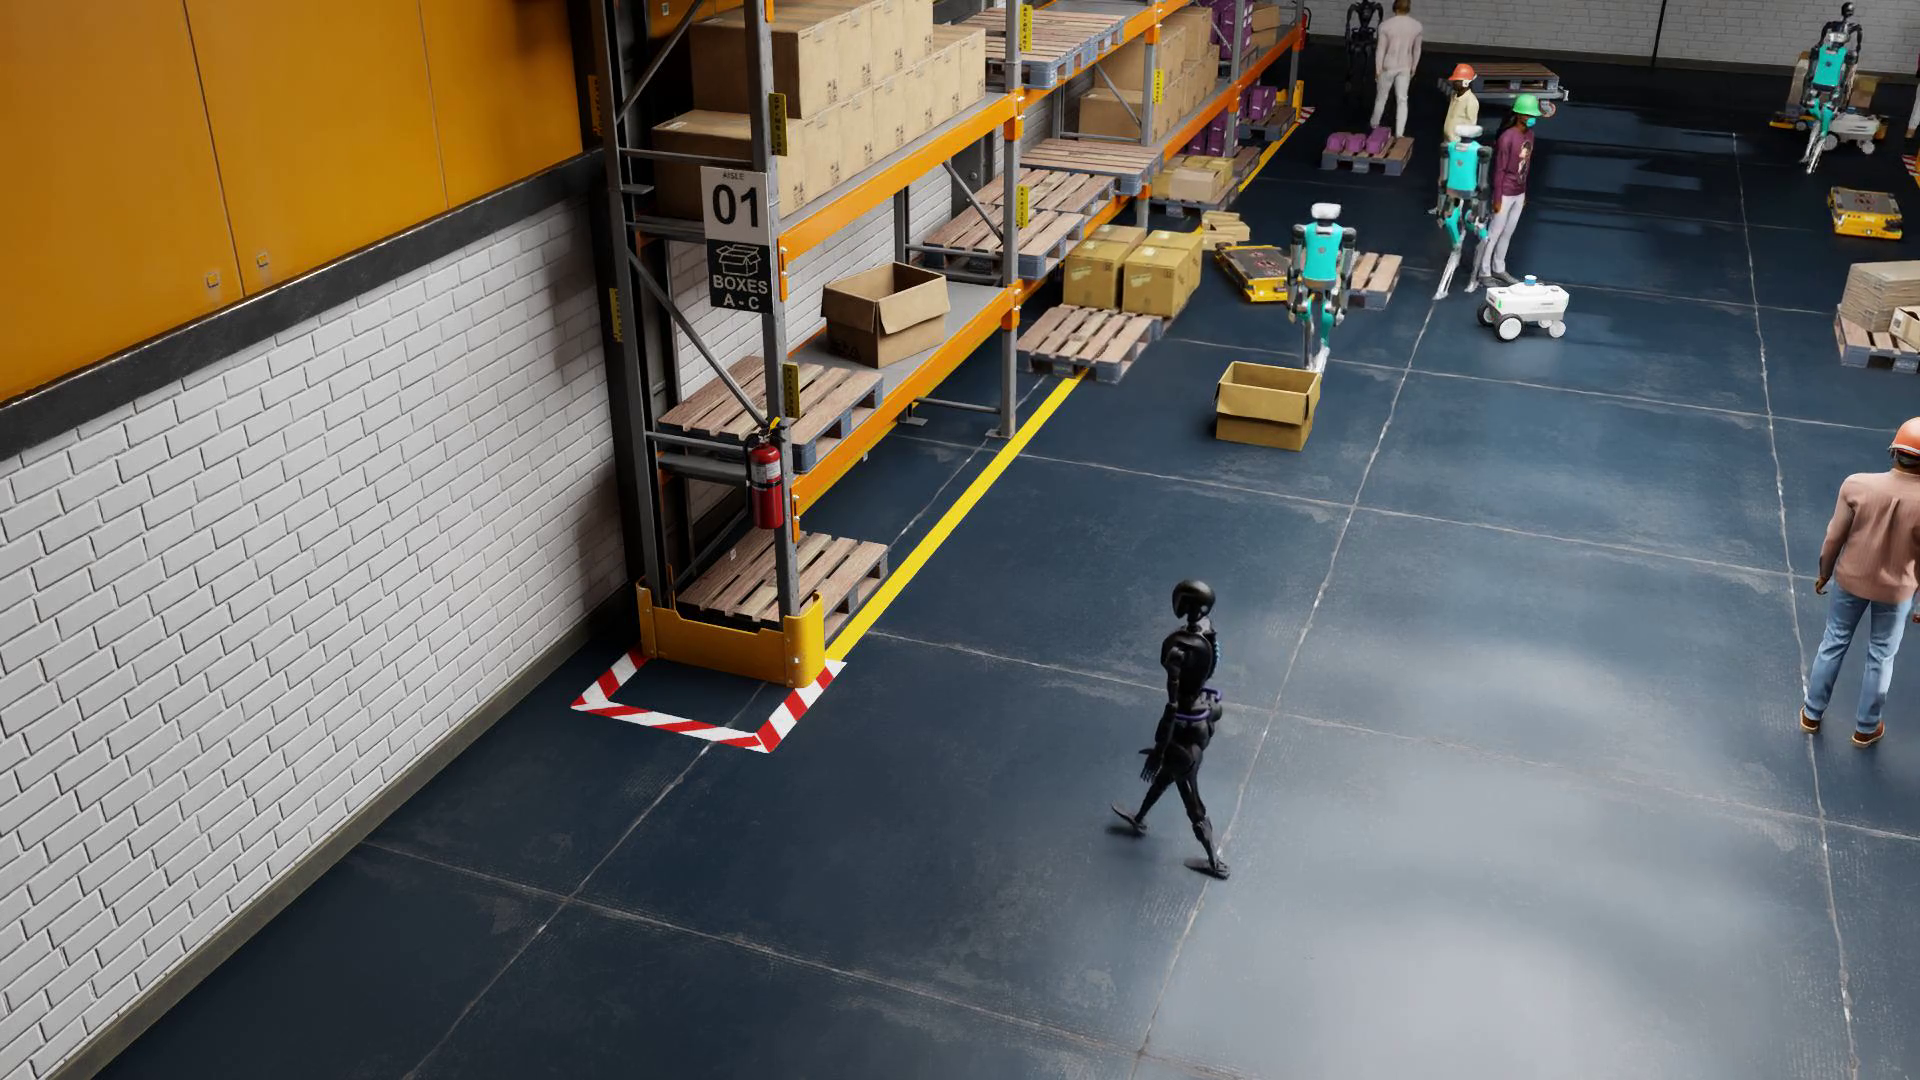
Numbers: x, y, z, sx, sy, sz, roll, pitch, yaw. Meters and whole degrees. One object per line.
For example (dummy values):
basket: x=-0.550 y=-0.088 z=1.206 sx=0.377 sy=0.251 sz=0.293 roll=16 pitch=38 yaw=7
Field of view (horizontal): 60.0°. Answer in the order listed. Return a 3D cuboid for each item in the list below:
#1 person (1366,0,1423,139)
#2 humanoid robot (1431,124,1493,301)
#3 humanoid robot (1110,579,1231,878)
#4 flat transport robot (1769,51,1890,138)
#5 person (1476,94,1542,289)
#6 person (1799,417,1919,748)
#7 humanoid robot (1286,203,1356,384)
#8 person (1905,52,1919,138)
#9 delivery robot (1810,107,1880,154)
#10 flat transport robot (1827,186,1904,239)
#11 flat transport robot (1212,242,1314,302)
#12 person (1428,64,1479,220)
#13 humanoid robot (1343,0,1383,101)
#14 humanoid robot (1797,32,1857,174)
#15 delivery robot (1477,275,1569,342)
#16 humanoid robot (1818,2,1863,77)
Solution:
person: x=5.815 y=-6.302 z=22.218 sx=0.650 sy=1.878 sz=1.025 roll=-2 pitch=27 yaw=-3
humanoid robot: x=5.072 y=-3.284 z=16.546 sx=0.561 sy=1.780 sz=0.896 roll=23 pitch=35 yaw=37
humanoid robot: x=1.082 y=0.941 z=8.424 sx=0.744 sy=1.633 sz=0.604 roll=13 pitch=30 yaw=24
flat transport robot: x=11.998 y=-5.772 z=22.947 sx=1.431 sy=0.231 sz=0.659 roll=15 pitch=31 yaw=27
person: x=5.523 y=-3.506 z=16.719 sx=0.497 sy=1.948 sz=0.432 roll=-20 pitch=33 yaw=-33
person: x=5.187 y=0.238 z=9.409 sx=0.620 sy=1.992 sz=0.395 roll=19 pitch=33 yaw=32
humanoid robot: x=3.079 y=-2.109 z=14.258 sx=0.541 sy=1.769 sz=0.955 roll=7 pitch=28 yaw=13
person: x=13.133 y=-6.294 z=22.241 sx=0.623 sy=1.846 sz=0.429 roll=12 pitch=29 yaw=21
delivery robot: x=11.667 y=-5.411 z=21.905 sx=0.747 sy=0.568 sz=0.499 roll=7 pitch=28 yaw=12
flat transport robot: x=10.333 y=-3.742 z=19.009 sx=0.659 sy=0.231 sz=1.431 roll=10 pitch=29 yaw=19
flat transport robot: x=3.104 y=-2.764 z=17.112 sx=0.659 sy=0.231 sz=1.431 roll=-4 pitch=28 yaw=-7
person: x=5.618 y=-4.513 z=18.883 sx=0.340 sy=1.748 sz=0.571 roll=-4 pitch=27 yaw=-7
humanoid robot: x=5.938 y=-7.353 z=24.483 sx=0.594 sy=1.644 sz=0.507 roll=0 pitch=27 yaw=0
humanoid robot: x=10.823 y=-5.460 z=20.767 sx=0.543 sy=1.793 sz=0.812 roll=22 pitch=34 yaw=35
delivery robot: x=5.328 y=-2.198 z=15.697 sx=0.782 sy=0.589 sz=0.499 roll=-3 pitch=27 yaw=-5
humanoid robot: x=12.092 y=-6.582 z=22.978 sx=0.588 sy=1.645 sz=0.472 roll=20 pitch=33 yaw=33
